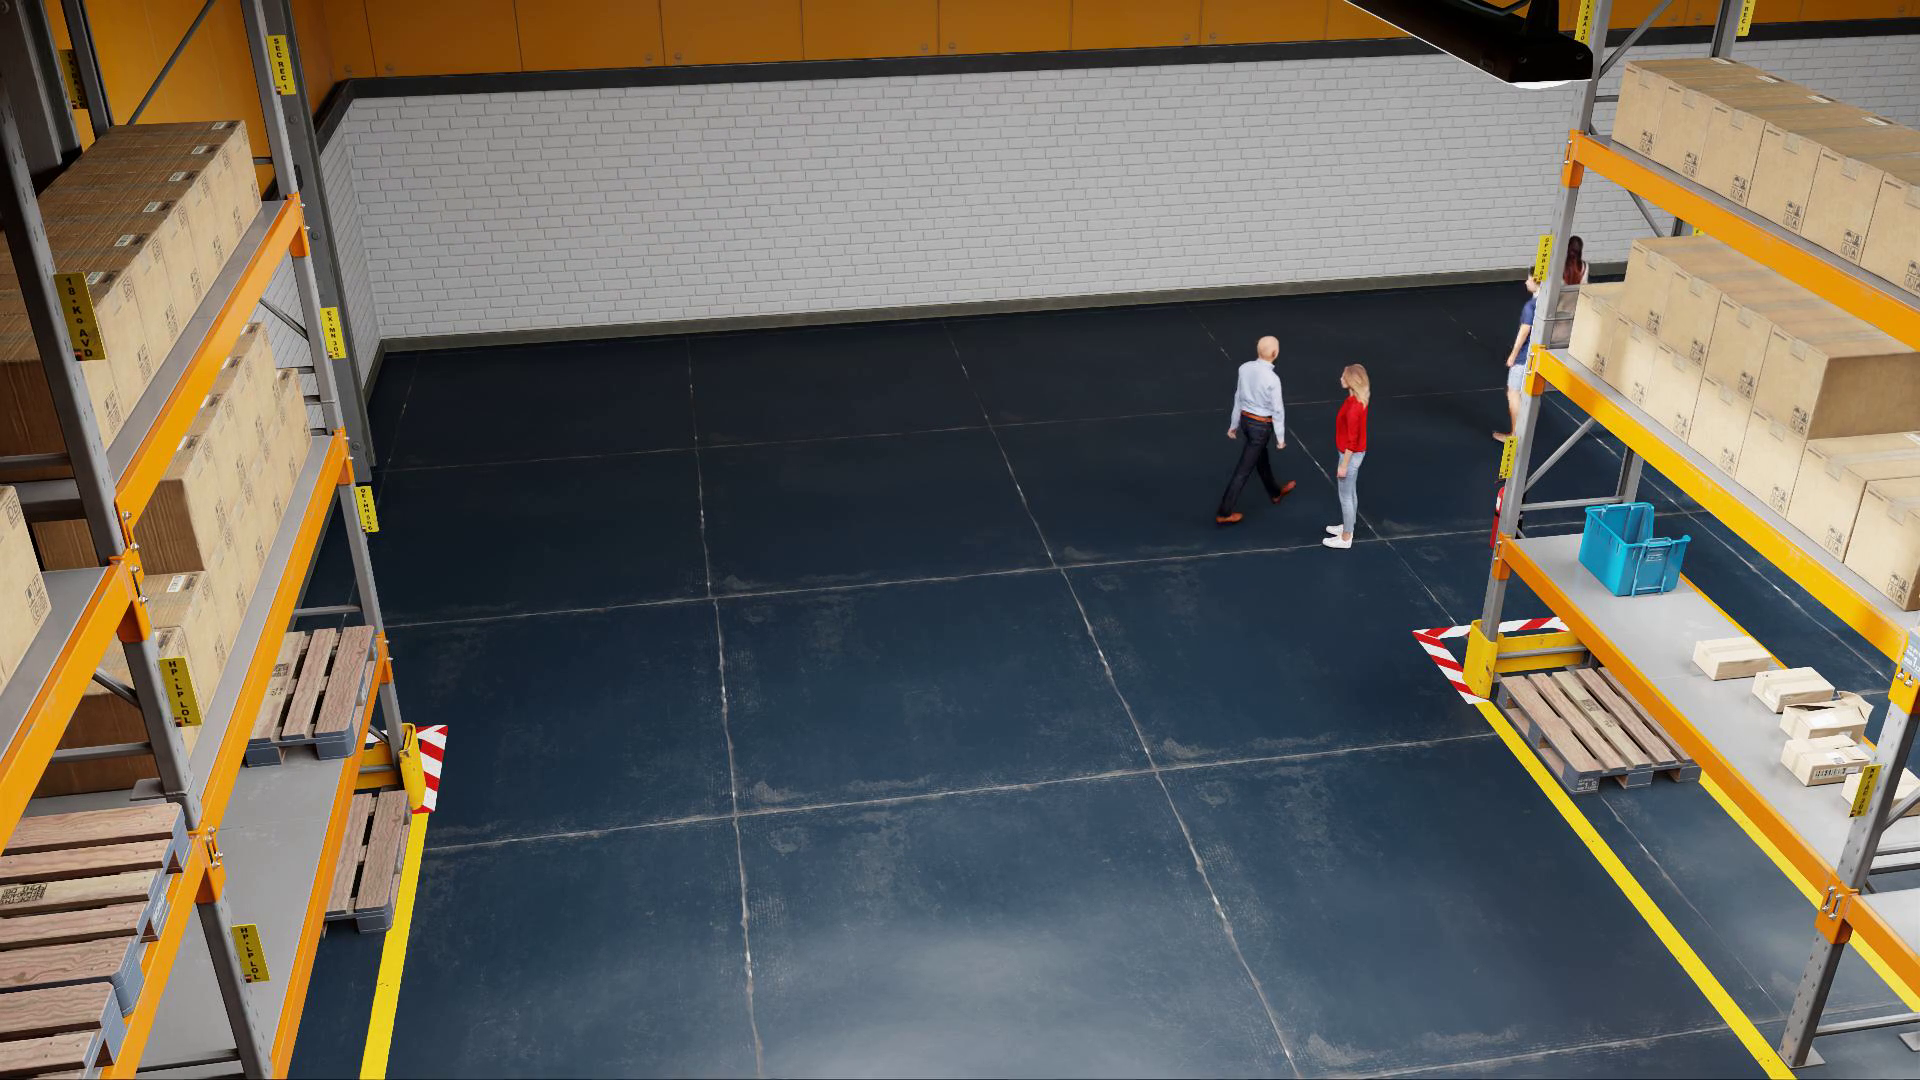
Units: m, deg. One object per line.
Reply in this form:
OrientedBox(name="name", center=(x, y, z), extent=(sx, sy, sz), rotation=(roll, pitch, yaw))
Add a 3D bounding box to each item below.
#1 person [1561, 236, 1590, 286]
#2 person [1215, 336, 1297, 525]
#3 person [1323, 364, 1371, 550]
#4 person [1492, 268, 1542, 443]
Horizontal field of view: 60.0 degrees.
OrientedBox(name="person", center=(6.443, -2.422, 17.689), extent=(0.590, 1.644, 0.508), rotation=(-6, 29, -11))
OrientedBox(name="person", center=(2.591, -0.933, 14.864), extent=(1.073, 1.736, 1.270), rotation=(-18, 33, -29))
OrientedBox(name="person", center=(3.403, -0.732, 14.528), extent=(0.754, 1.705, 0.624), rotation=(10, 30, 17))
OrientedBox(name="person", center=(5.611, -1.824, 16.393), extent=(0.724, 1.835, 0.719), rotation=(-13, 31, -22))
